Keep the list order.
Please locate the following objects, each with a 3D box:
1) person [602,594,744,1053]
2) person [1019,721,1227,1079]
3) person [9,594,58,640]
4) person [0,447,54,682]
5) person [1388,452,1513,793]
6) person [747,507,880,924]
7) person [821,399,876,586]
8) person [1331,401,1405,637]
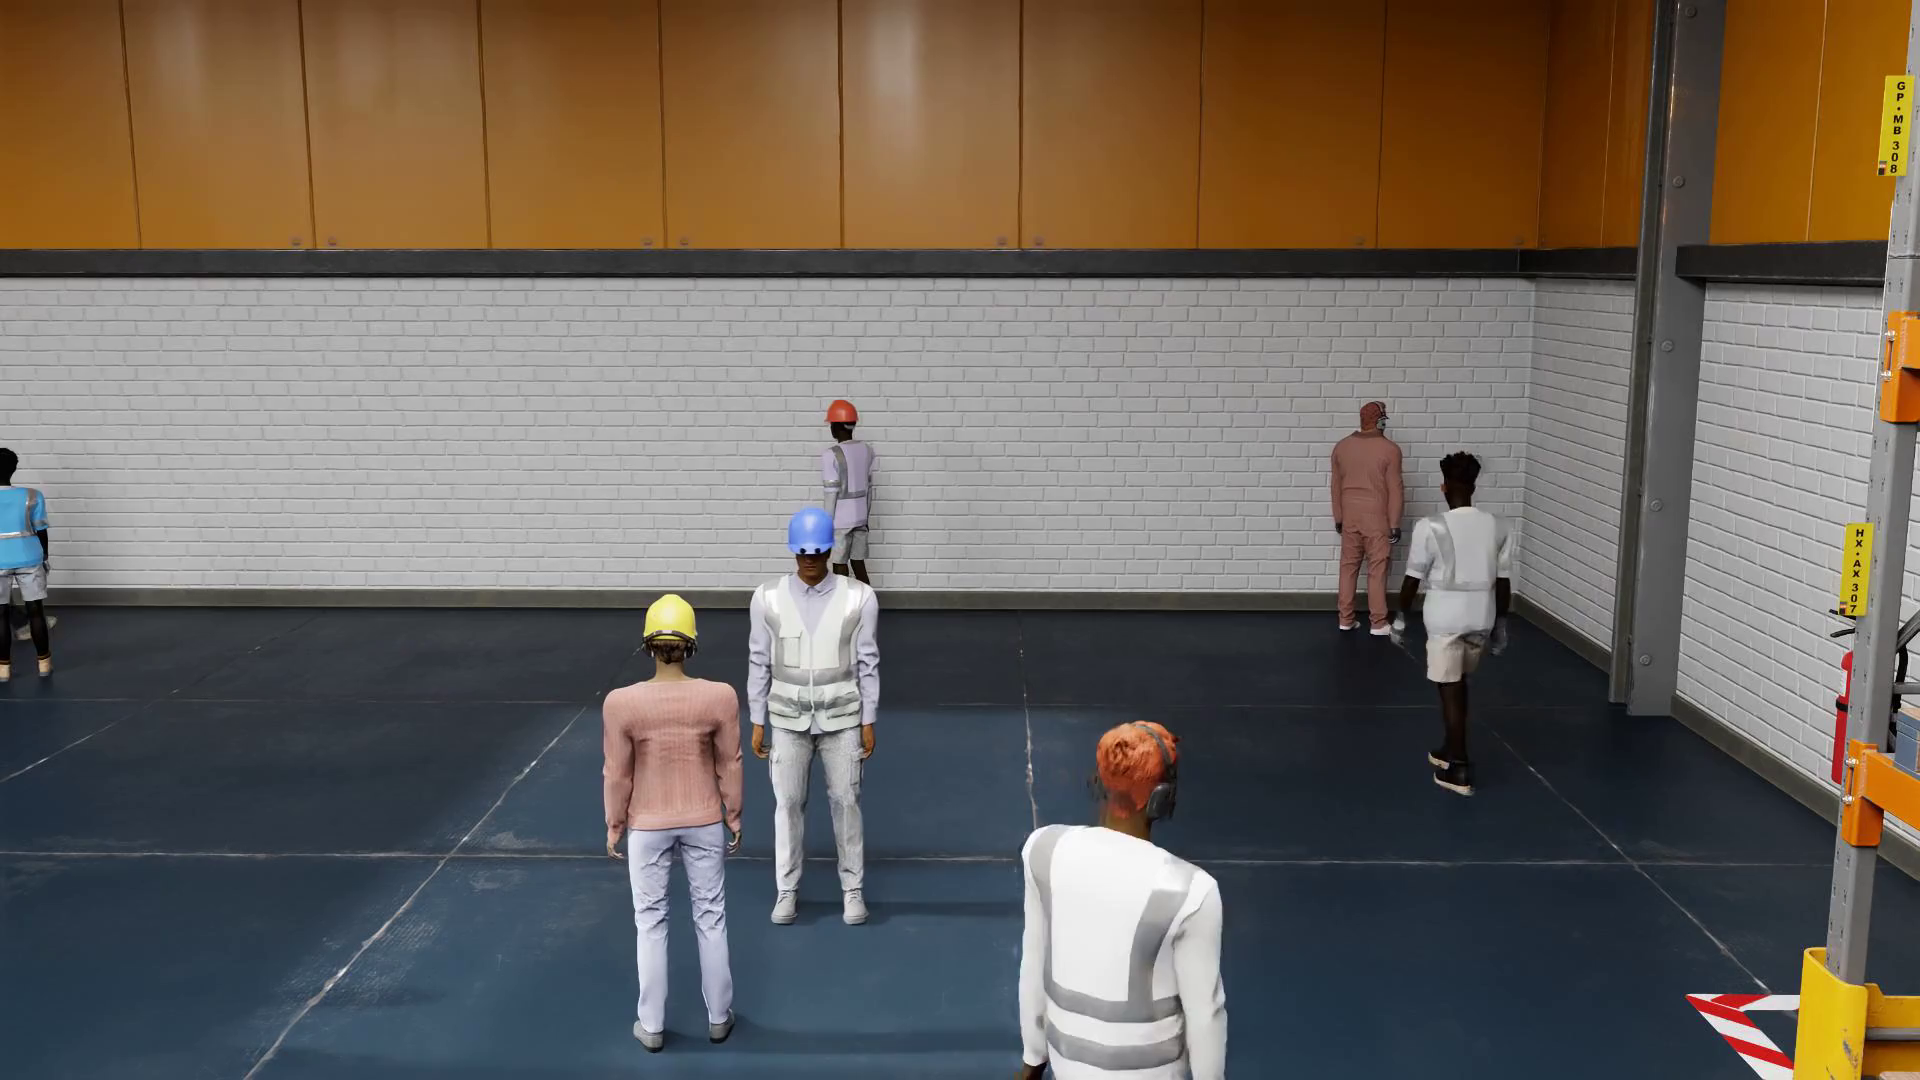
[{"bbox_3d":[-1.099,1.084,6.403,0.534,1.767,0.319,-3,10,-15],"label":"person"},{"bbox_3d":[0.408,1.381,4.315,0.598,1.866,0.463,7,12,36],"label":"person"},{"bbox_3d":[-7.838,-0.143,13.233,1.040,1.935,0.651,-3,10,-17],"label":"person"},{"bbox_3d":[-6.870,0.176,12.048,0.533,1.697,0.318,-7,12,-36],"label":"person"},{"bbox_3d":[2.823,0.451,9.669,0.615,1.932,0.769,-3,10,-17],"label":"person"},{"bbox_3d":[-0.665,0.803,7.567,0.606,1.938,0.409,0,9,1],"label":"person"},{"bbox_3d":[-0.923,-0.157,13.319,0.352,1.940,0.545,7,12,37],"label":"person"},{"bbox_3d":[3.327,-0.175,13.520,0.399,1.909,0.642,-9,13,-42],"label":"person"}]
